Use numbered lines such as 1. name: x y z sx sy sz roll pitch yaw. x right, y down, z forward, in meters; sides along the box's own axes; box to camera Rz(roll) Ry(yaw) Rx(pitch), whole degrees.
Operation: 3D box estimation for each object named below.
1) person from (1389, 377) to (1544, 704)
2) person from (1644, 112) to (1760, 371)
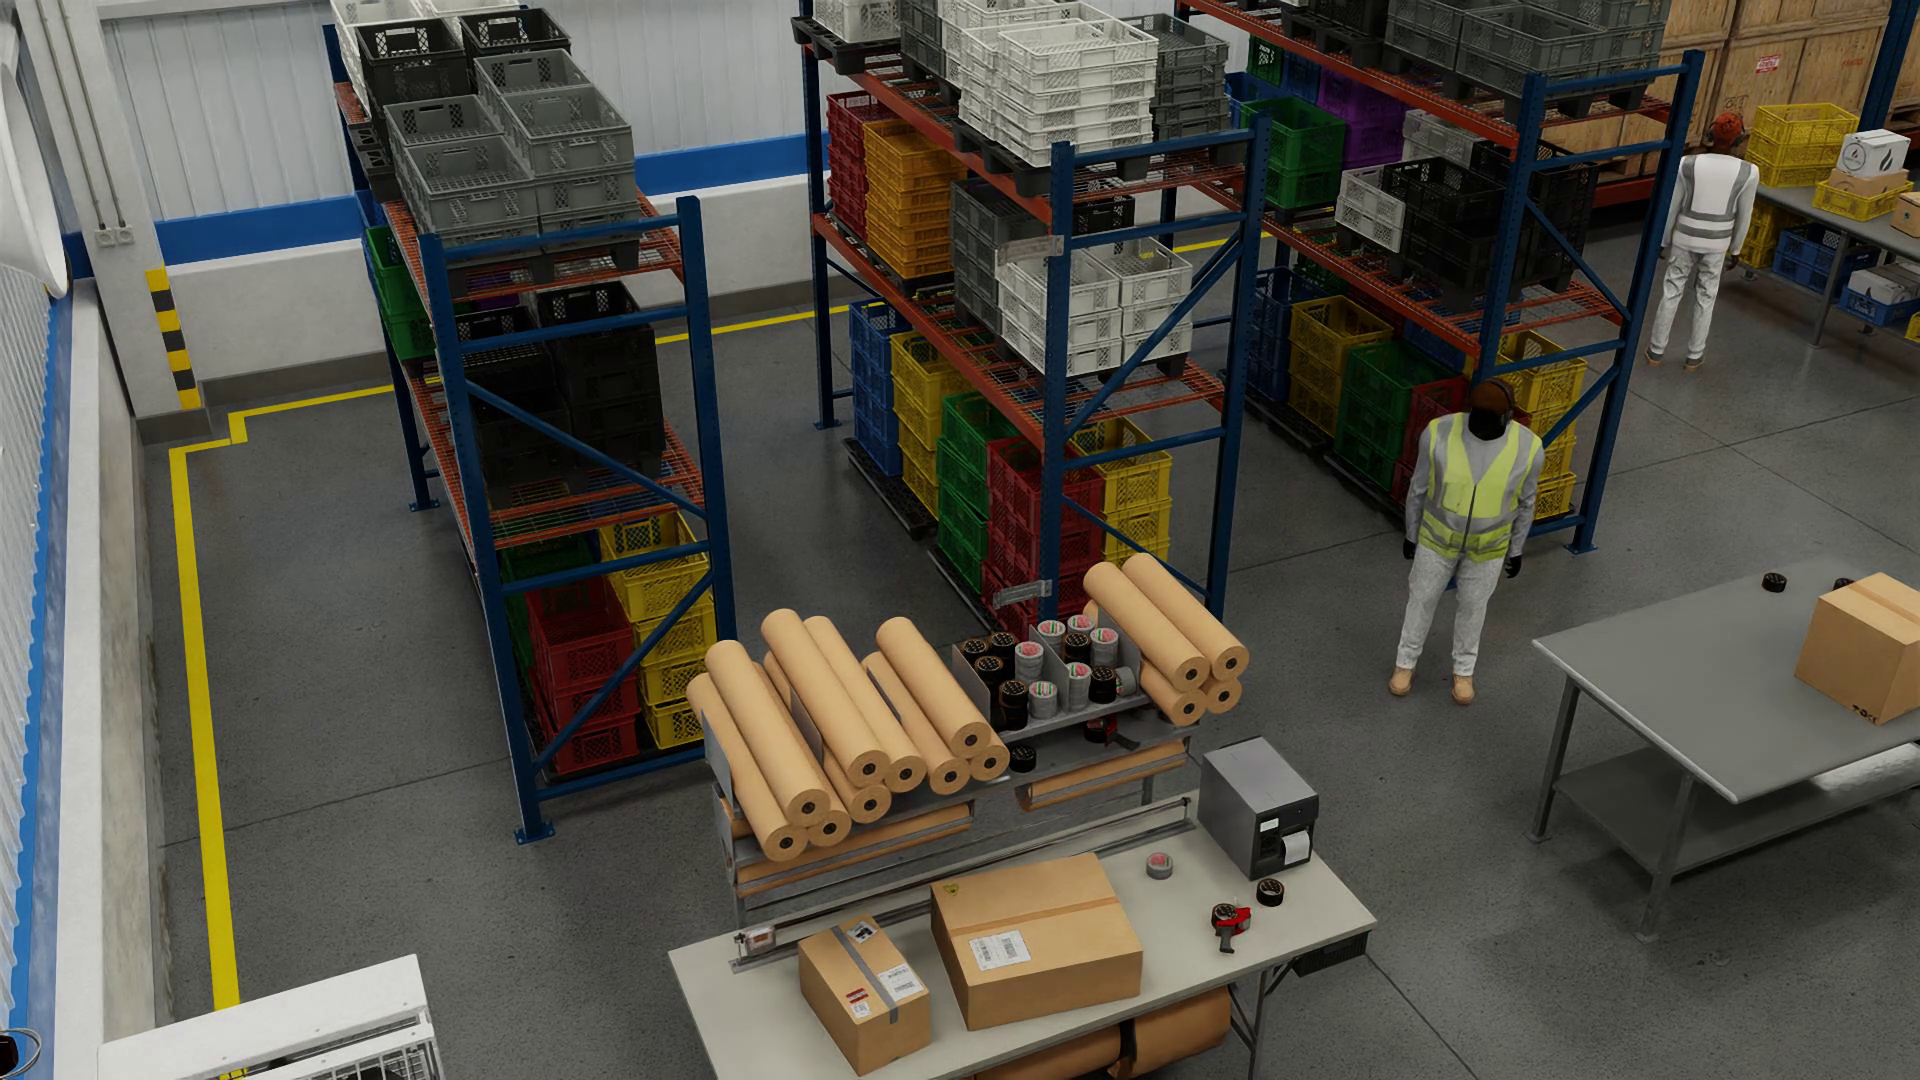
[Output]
1. person: 2.556 0.009 8.448 0.619 1.840 0.430 9 33 14
2. person: 5.275 -2.115 11.854 0.575 1.882 0.355 13 34 20
